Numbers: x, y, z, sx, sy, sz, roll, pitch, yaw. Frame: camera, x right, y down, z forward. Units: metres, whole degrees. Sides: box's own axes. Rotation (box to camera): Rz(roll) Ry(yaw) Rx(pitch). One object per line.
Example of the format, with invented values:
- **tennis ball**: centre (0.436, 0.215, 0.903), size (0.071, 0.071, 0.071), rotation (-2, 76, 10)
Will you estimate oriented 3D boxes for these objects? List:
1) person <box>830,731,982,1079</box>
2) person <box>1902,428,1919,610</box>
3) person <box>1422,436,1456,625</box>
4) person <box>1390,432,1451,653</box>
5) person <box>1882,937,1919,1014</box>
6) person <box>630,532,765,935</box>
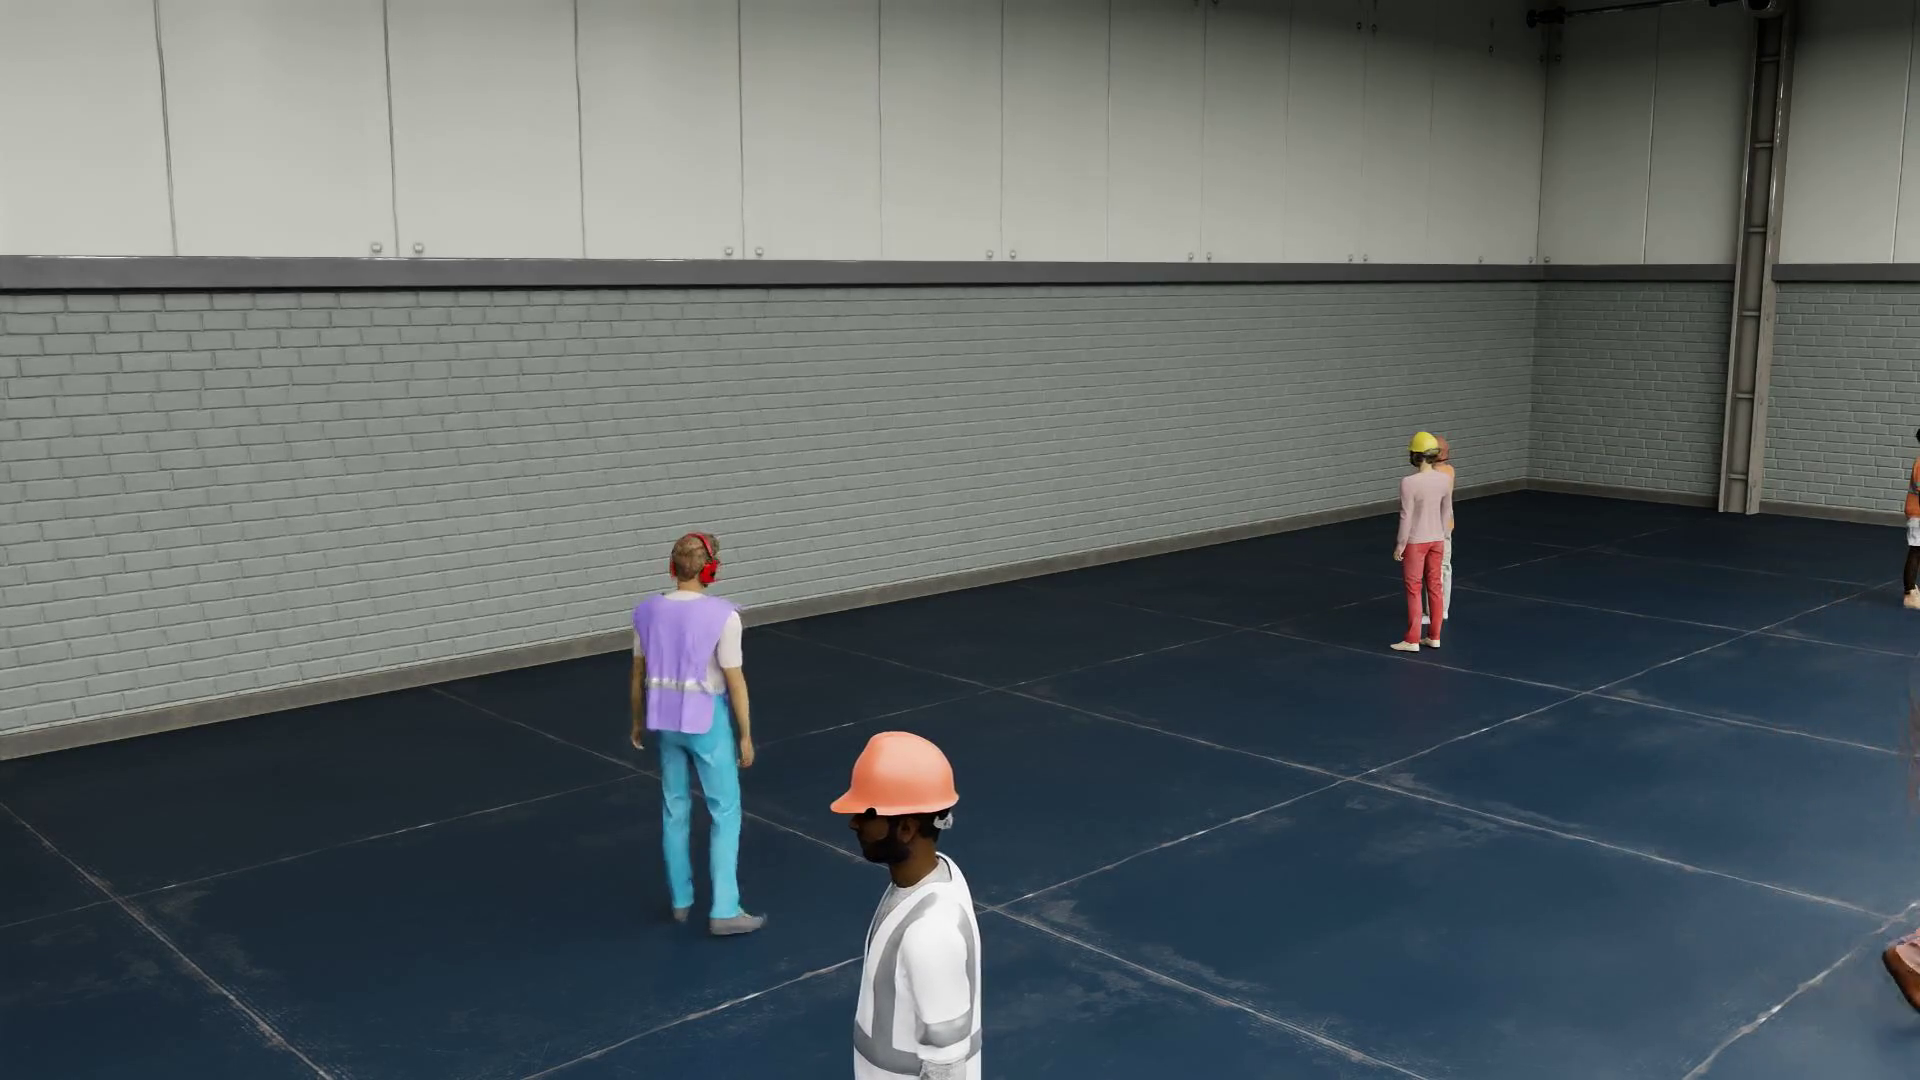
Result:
- **person**: centre (-0.131, 1.417, 4.098), size (0.360, 1.935, 0.552), rotation (-1, 9, -5)
- **person**: centre (8.701, -0.222, 15.005), size (0.318, 1.700, 0.535), rotation (6, 11, 32)
- **person**: centre (4.093, -0.083, 14.326), size (0.310, 1.639, 0.514), rotation (6, 11, 35)
- **person**: centre (3.680, 0.020, 13.298), size (0.533, 1.767, 0.315), rotation (-5, 11, -29)
- **person**: centre (4.110, 1.046, 6.560), size (0.579, 1.890, 0.646), rotation (6, 11, 31)
- **person**: centre (-1.271, 0.889, 7.668), size (0.764, 1.845, 0.416), rotation (4, 10, 23)
